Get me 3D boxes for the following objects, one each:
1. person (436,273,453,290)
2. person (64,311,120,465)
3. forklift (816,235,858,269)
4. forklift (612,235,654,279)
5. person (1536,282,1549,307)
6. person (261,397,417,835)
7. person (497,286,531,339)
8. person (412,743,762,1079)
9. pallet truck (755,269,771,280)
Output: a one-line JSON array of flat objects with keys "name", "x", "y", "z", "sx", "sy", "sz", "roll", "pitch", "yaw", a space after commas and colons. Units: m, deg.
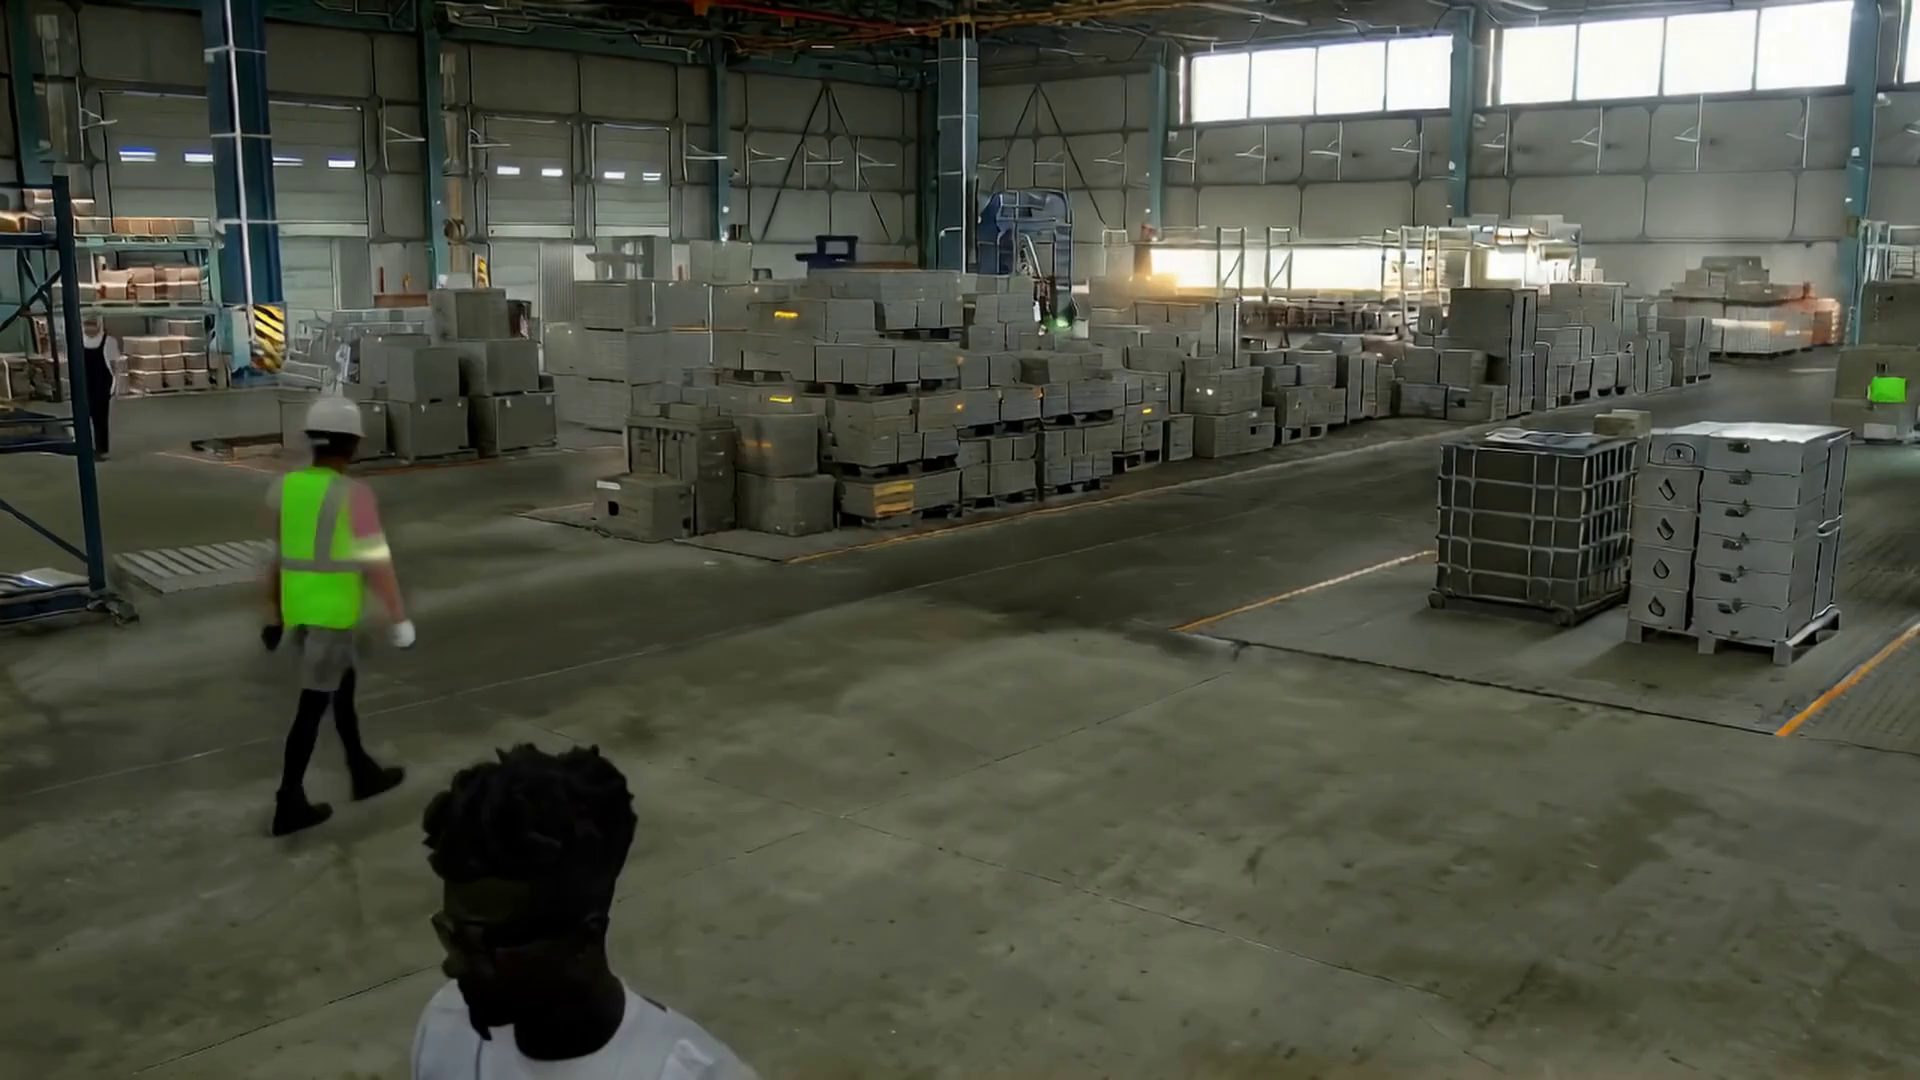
[{"name": "person", "x": -12.931, "y": -5.724, "z": 41.720, "sx": 0.576, "sy": 1.913, "sz": 0.564, "roll": 4, "pitch": 11, "yaw": 23}, {"name": "person", "x": -10.246, "y": -1.785, "z": 19.614, "sx": 0.534, "sy": 1.804, "sz": 0.933, "roll": -1, "pitch": 10, "yaw": -5}, {"name": "forklift", "x": -2.797, "y": -5.560, "z": 38.047, "sx": 1.129, "sy": 2.768, "sz": 1.873, "roll": 4, "pitch": 11, "yaw": 23}, {"name": "forklift", "x": -7.300, "y": -5.450, "z": 37.421, "sx": 1.873, "sy": 2.768, "sz": 1.129, "roll": 8, "pitch": 13, "yaw": 40}, {"name": "person", "x": 11.149, "y": -4.021, "z": 32.126, "sx": 0.959, "sy": 1.870, "sz": 0.626, "roll": -9, "pitch": 13, "yaw": -42}, {"name": "person", "x": -2.777, "y": 0.312, "z": 7.447, "sx": 0.571, "sy": 1.879, "sz": 0.910, "roll": 6, "pitch": 12, "yaw": 32}, {"name": "person", "x": -7.669, "y": -3.378, "z": 28.408, "sx": 0.713, "sy": 1.900, "sz": 0.517, "roll": -3, "pitch": 10, "yaw": -14}, {"name": "person", "x": -0.480, "y": 1.204, "z": 2.137, "sx": 0.614, "sy": 1.963, "sz": 0.362, "roll": 6, "pitch": 12, "yaw": 32}, {"name": "pallet truck", "x": -4.996, "y": -6.432, "z": 45.525, "sx": 1.885, "sy": 1.965, "sz": 0.823, "roll": -6, "pitch": 12, "yaw": -32}]
